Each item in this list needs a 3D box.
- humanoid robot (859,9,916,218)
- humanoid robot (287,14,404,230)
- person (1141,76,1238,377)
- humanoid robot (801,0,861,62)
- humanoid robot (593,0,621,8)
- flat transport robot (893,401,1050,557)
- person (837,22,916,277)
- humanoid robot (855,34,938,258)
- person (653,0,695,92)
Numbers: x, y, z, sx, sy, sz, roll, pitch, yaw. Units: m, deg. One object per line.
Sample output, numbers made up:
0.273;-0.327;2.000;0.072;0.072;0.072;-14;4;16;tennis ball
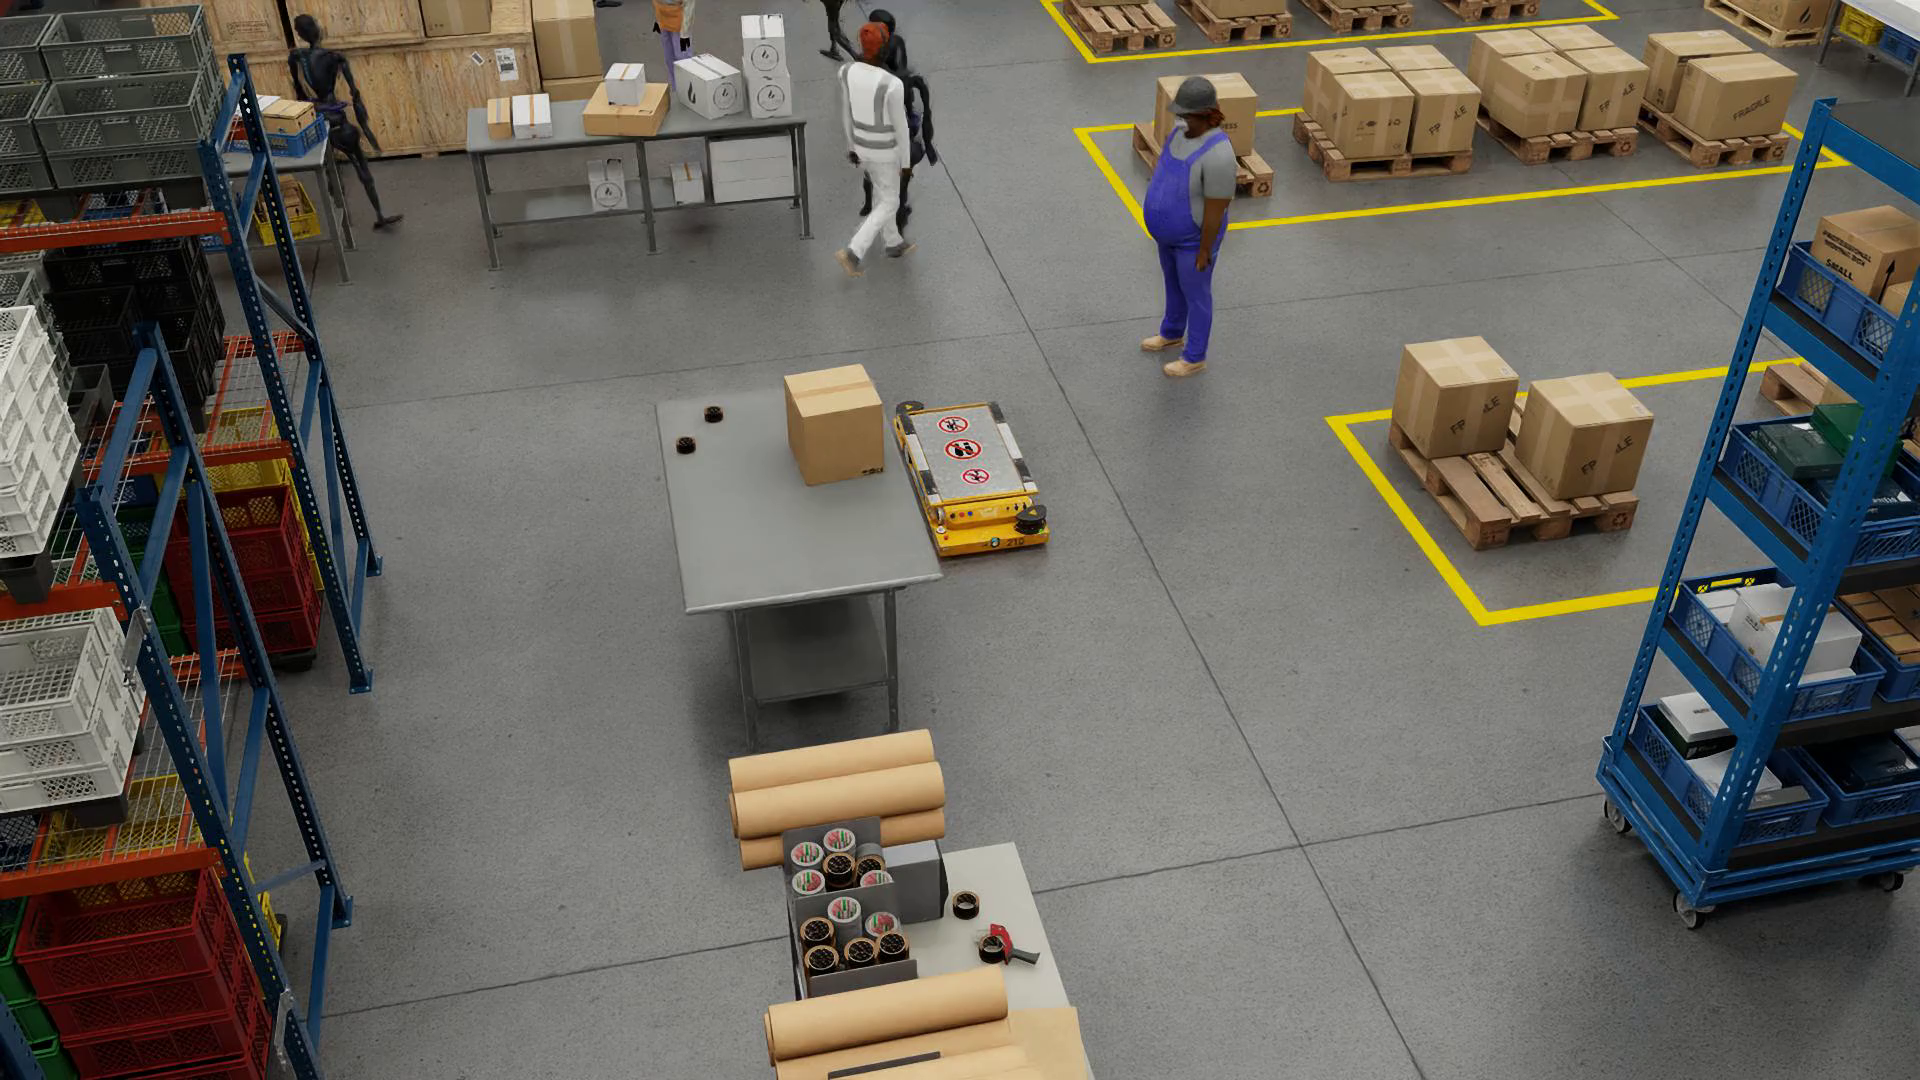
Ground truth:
-0.604;-3.249;12.738;0.373;1.649;0.574;27;44;31;humanoid robot
-4.729;-3.167;12.647;0.729;1.639;0.321;13;38;16;humanoid robot
1.454;-2.044;10.818;0.535;2.000;0.681;-11;38;-15;person
-1.119;-5.160;15.339;0.704;1.639;0.569;27;44;32;humanoid robot
-3.672;-6.264;16.780;0.326;1.657;0.591;-17;40;-21;humanoid robot
0.046;-0.430;10.108;0.652;0.197;1.431;-8;37;-10;flat transport robot
-0.617;-2.799;11.986;0.588;1.858;0.827;29;45;33;person
-0.465;-3.009;12.461;0.540;1.629;0.756;12;38;16;humanoid robot
-2.426;-4.389;14.061;0.355;1.930;0.586;-23;42;-28;person
